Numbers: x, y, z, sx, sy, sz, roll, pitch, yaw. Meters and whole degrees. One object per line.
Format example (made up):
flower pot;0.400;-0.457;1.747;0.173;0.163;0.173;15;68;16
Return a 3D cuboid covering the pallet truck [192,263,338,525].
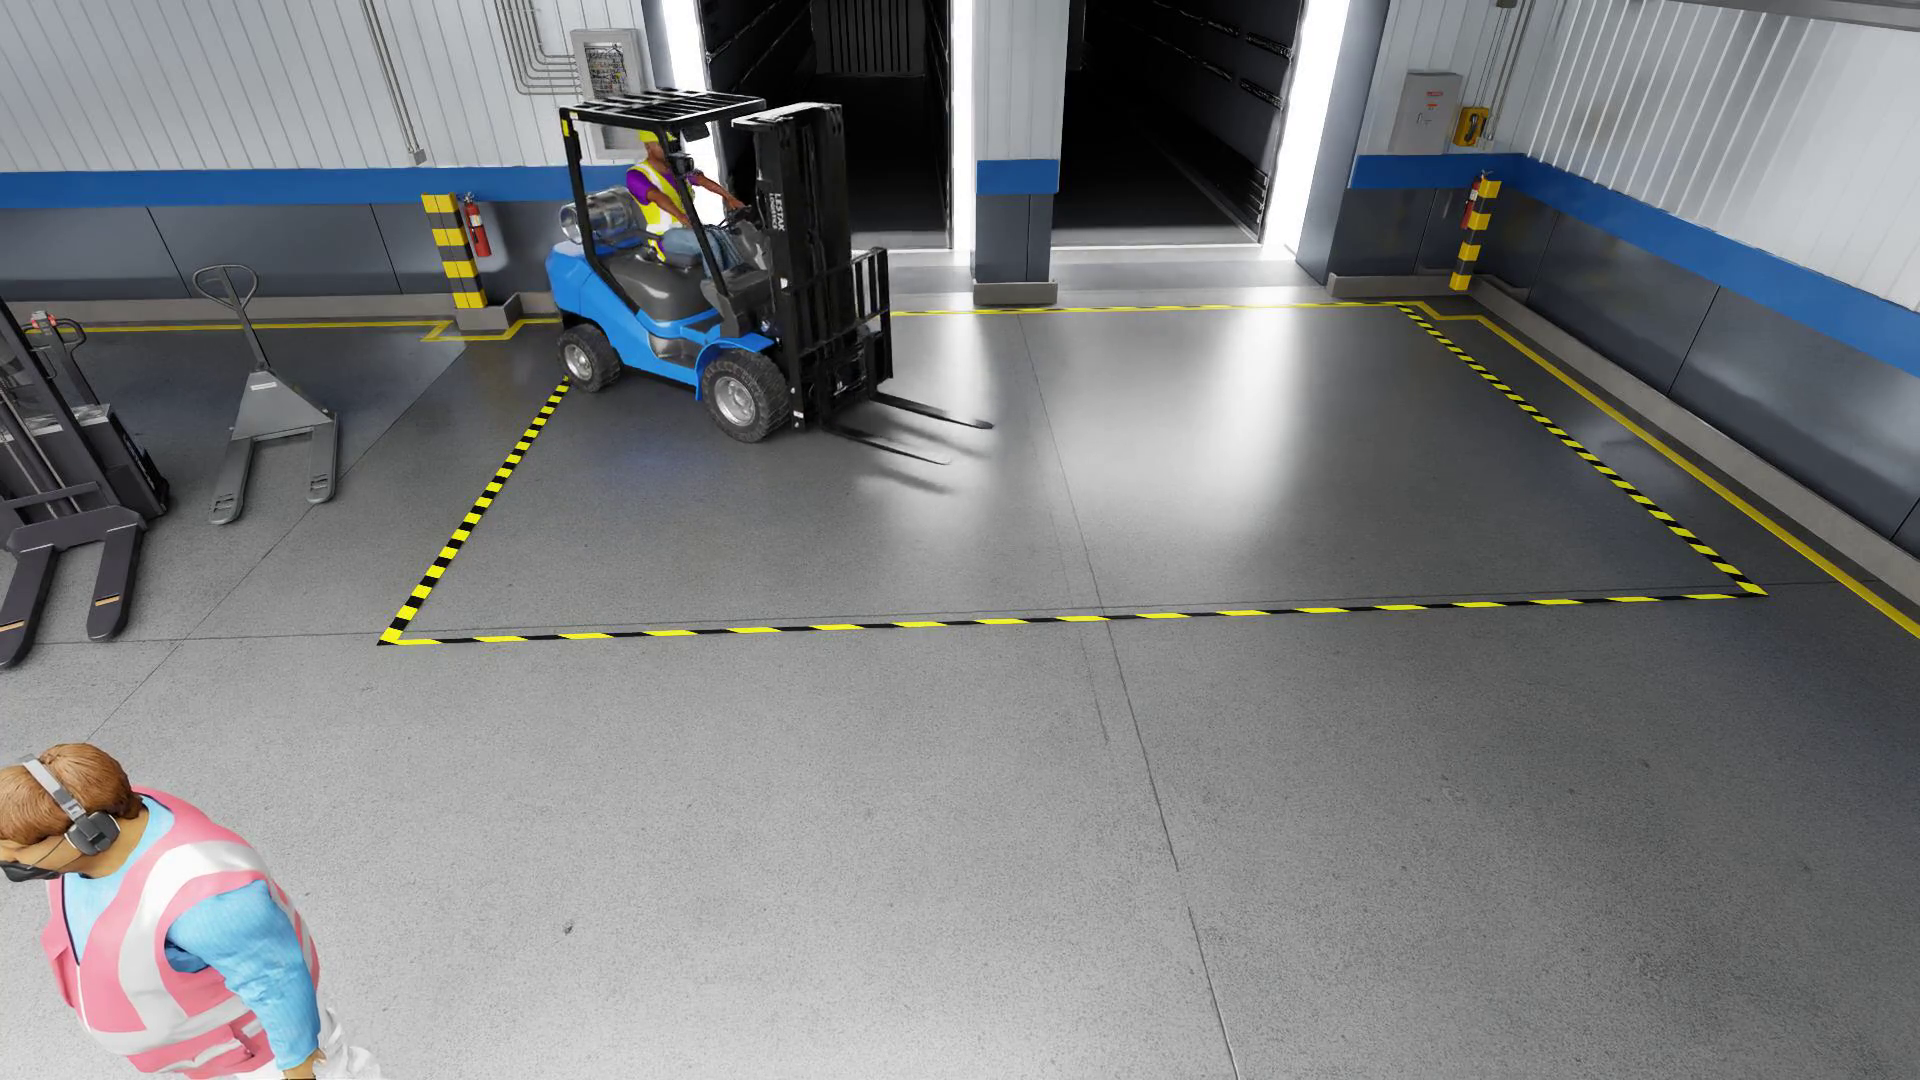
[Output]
pallet truck;-4.778;-1.027;6.128;0.680;1.201;1.601;-17;38;-23

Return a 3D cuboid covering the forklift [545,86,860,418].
forklift;-1.958;-2.218;6.866;2.680;2.036;1.157;19;39;25

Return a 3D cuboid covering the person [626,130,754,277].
person;-1.911;-2.350;6.728;1.002;1.294;0.635;19;39;25

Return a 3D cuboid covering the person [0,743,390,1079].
person;-1.897;1.213;2.383;0.627;1.843;0.429;15;38;21

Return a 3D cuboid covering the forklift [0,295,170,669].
forklift;-5.212;-0.618;4.878;0.823;1.965;1.885;-20;39;-26
